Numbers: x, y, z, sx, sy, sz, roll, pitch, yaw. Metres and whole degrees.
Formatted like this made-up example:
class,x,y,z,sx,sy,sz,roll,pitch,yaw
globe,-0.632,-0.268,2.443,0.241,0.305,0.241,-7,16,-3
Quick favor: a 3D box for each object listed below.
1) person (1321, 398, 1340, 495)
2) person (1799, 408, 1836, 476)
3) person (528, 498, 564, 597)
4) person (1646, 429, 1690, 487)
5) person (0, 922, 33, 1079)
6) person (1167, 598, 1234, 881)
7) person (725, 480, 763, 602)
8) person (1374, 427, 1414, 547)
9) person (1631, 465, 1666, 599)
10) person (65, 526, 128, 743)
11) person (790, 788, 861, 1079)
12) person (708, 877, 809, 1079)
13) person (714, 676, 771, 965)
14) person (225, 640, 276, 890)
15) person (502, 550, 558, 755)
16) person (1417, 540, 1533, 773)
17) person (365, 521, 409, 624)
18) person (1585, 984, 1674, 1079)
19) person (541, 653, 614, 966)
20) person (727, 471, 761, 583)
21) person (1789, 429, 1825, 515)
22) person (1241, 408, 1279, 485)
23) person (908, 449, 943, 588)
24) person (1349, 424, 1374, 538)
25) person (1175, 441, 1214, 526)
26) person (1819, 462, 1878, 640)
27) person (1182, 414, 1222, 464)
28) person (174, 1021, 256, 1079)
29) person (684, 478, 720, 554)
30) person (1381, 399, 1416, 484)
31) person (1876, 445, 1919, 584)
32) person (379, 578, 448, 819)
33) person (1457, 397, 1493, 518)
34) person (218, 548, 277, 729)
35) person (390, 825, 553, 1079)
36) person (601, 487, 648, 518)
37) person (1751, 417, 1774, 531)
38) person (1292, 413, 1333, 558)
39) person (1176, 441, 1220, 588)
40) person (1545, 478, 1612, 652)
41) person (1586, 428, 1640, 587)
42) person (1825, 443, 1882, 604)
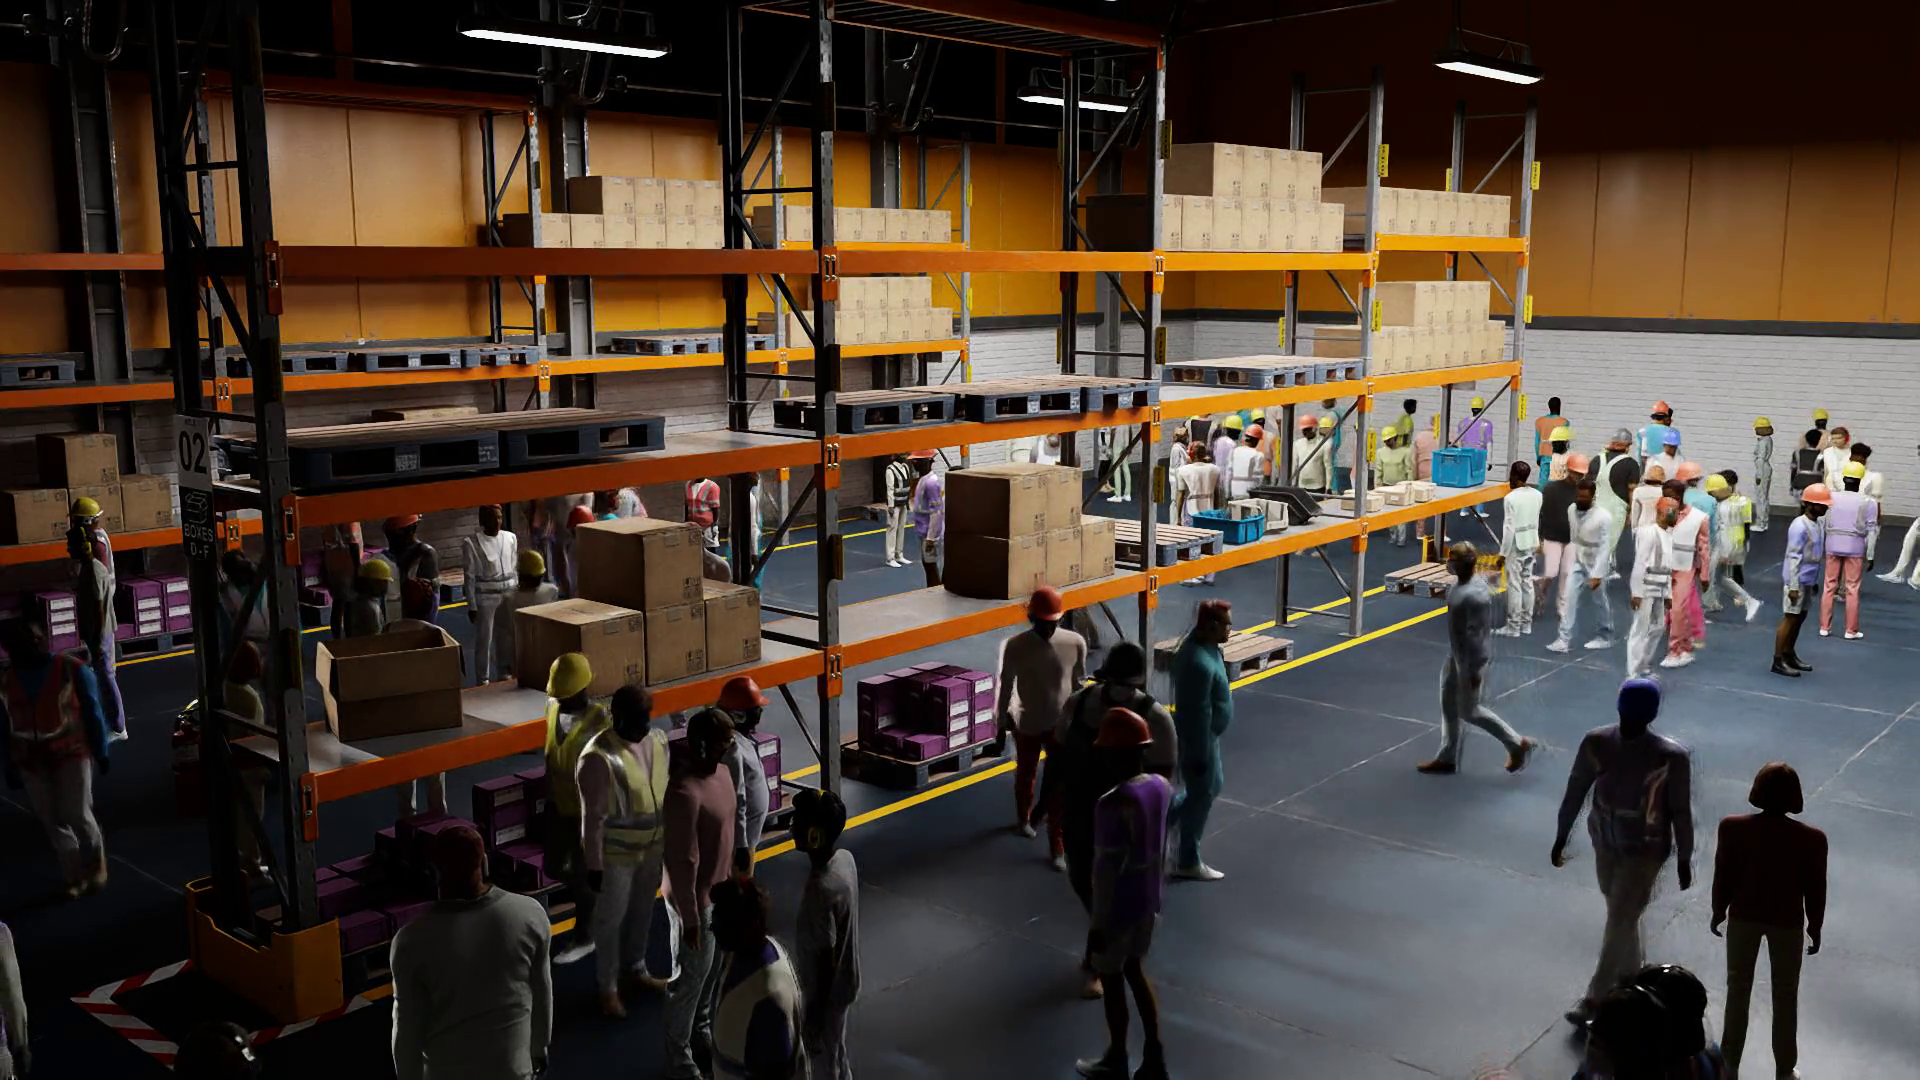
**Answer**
class,x,y,z,sx,sy,sz,roll,pitch,yaw
person,6.428,-1.656,28.900,0.363,1.794,0.600,3,10,17
person,12.840,-1.021,24.854,0.912,1.880,0.592,-9,13,-43
person,-4.920,-0.128,19.968,0.653,1.721,0.804,5,11,28
person,9.110,-0.484,21.490,0.621,1.931,0.699,-2,10,-13
person,-4.195,2.113,6.998,0.552,1.583,0.852,-4,10,-21
person,1.534,1.302,10.946,0.518,1.890,0.688,1,10,6
person,-2.558,-0.119,19.630,0.535,1.819,0.587,6,11,34
person,6.176,-0.752,23.759,0.547,1.720,0.751,7,12,34
person,8.343,-0.093,20.056,0.498,1.632,0.285,8,12,39
person,-7.314,0.799,14.075,0.327,1.861,0.507,-6,11,-34
person,-0.591,1.960,7.095,0.328,1.872,0.509,1,10,4
person,-0.788,2.132,6.212,0.466,1.842,0.588,-2,10,-13
person,-1.224,1.627,9.413,0.321,1.755,0.567,-1,10,-5
person,-4.642,1.456,10.829,0.283,1.631,0.502,-9,13,-42
person,-3.512,0.922,13.658,0.536,1.740,0.458,-8,13,-41
person,4.074,0.940,13.071,0.770,1.919,0.639,1,10,3
person,-4.826,0.736,14.257,0.370,1.916,0.597,5,11,25
person,2.093,2.277,5.100,0.924,1.913,0.633,-1,10,-6
person,-2.195,1.531,9.602,0.675,1.882,0.538,8,13,41
person,-2.375,0.068,18.391,0.369,1.877,0.580,-4,10,-24
person,12.332,-0.786,24.141,0.881,1.650,0.540,-7,12,-37
person,4.455,-1.026,24.925,0.594,1.877,0.944,6,11,33
person,-0.392,-0.100,18.875,0.397,2.043,0.610,-1,10,-9
person,5.899,-0.899,24.469,0.315,1.769,0.523,3,10,18
person,3.054,-0.412,21.597,0.563,1.751,0.330,8,12,40
person,9.557,0.113,17.950,0.595,1.925,0.375,8,12,40
person,3.671,-1.165,25.294,0.615,2.028,0.409,3,10,18
person,-2.083,2.314,4.776,0.632,1.936,0.359,-2,10,-14
person,-3.173,-0.182,20.420,0.536,1.693,0.319,6,11,30
person,7.768,-1.674,29.385,0.608,1.675,0.538,0,10,0
person,11.951,-0.310,20.756,0.883,1.828,0.531,2,10,12
person,-3.764,1.193,11.628,0.587,1.882,0.342,4,10,21
person,8.195,-1.314,26.459,0.588,1.930,0.359,8,12,40
person,-5.645,0.949,13.344,0.703,1.807,0.443,-9,13,-41
person,-1.913,2.040,6.529,0.638,1.902,0.407,-7,12,-37
person,-3.698,0.025,18.137,0.667,2.000,0.691,-5,11,-26
person,12.103,-0.997,25.157,0.323,1.737,0.484,7,12,34
person,4.851,-0.761,22.991,0.401,1.990,0.632,-8,12,-39
person,2.980,-0.315,20.786,0.562,1.835,0.385,-2,10,-15
person,6.486,0.273,17.235,0.972,1.843,0.603,-5,11,-28
person,8.167,-0.453,20.987,0.867,2.000,0.698,-5,11,-29
person,10.561,-0.195,19.824,0.666,1.903,0.977,8,13,41
